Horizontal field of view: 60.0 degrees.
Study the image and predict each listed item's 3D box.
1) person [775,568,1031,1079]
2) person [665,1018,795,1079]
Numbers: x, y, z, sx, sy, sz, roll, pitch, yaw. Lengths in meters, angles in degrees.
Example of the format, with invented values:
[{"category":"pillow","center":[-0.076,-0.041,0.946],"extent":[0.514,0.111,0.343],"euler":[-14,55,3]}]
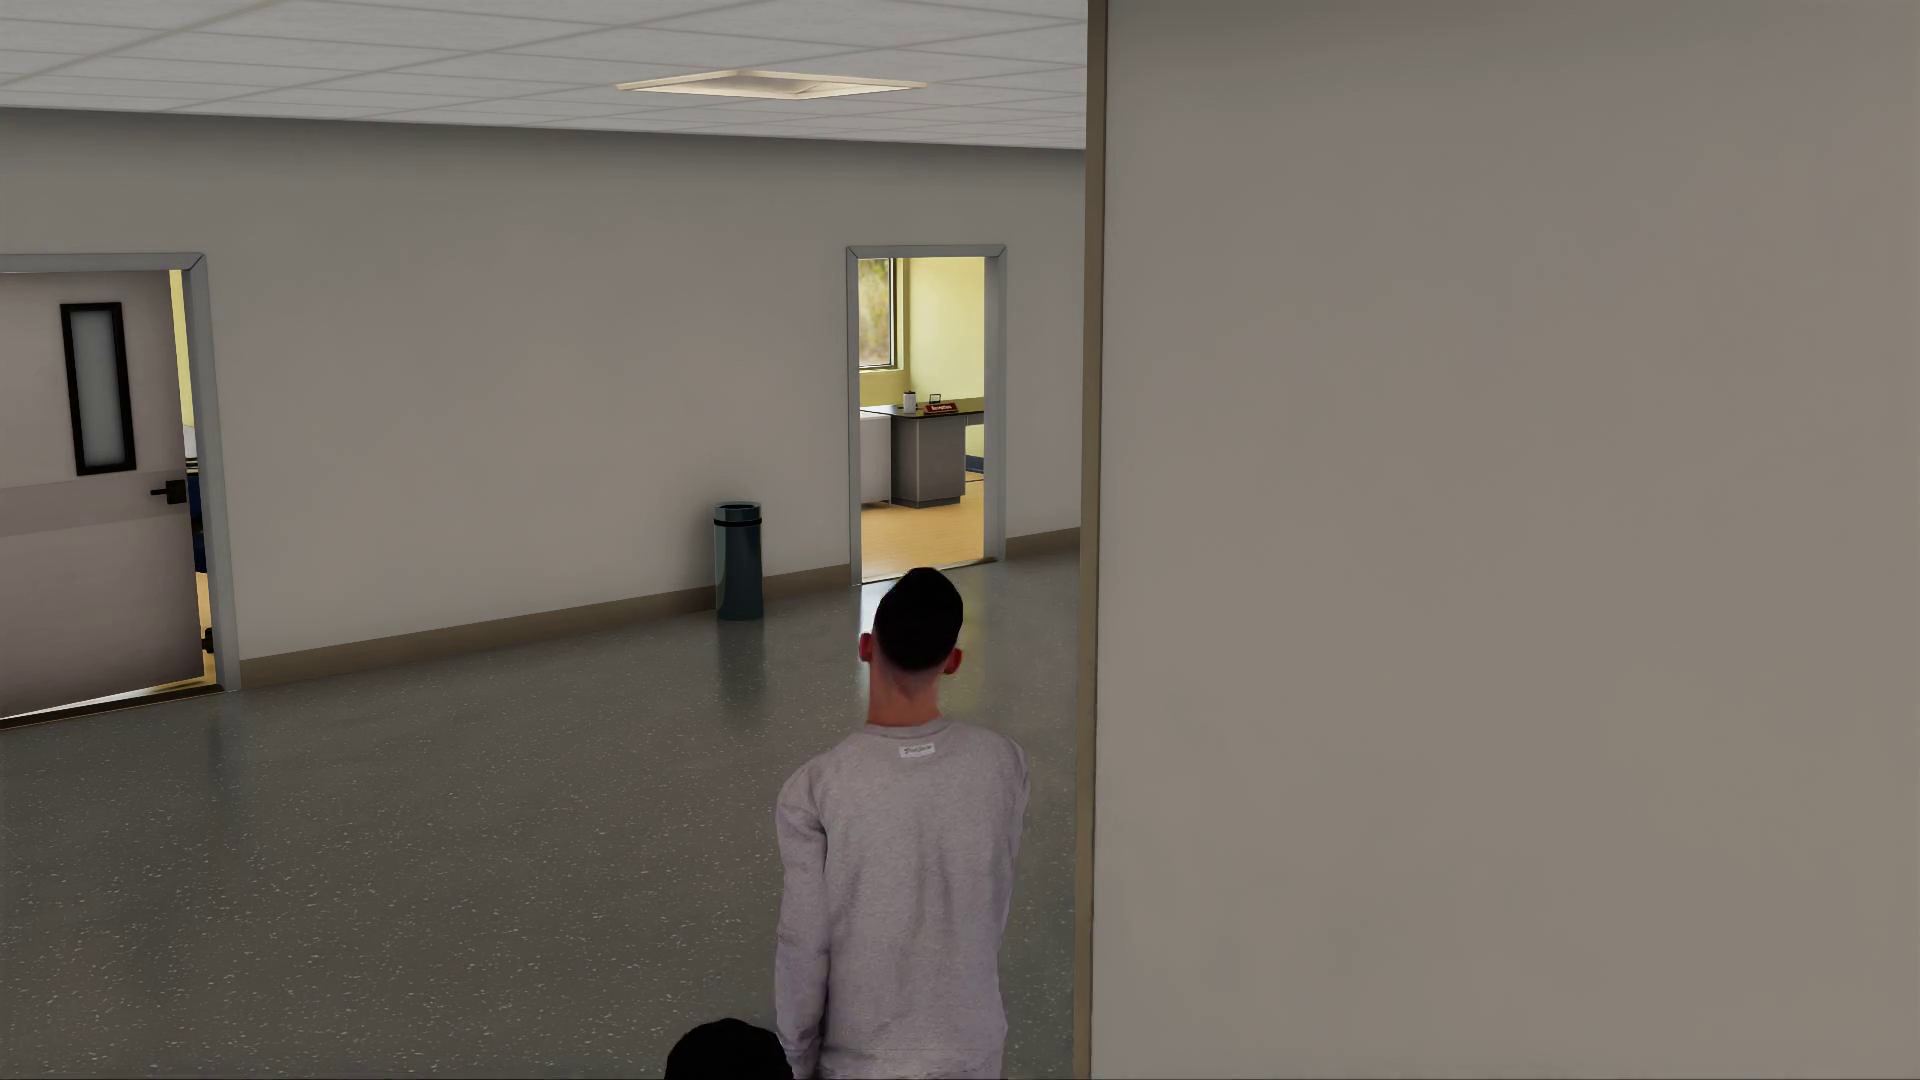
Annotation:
[{"category":"person","center":[-0.069,0.982,3.095],"extent":[0.957,1.806,0.925],"euler":[-4,12,-22]},{"category":"person","center":[-0.384,1.332,2.722],"extent":[0.663,1.217,0.724],"euler":[2,11,11]}]
